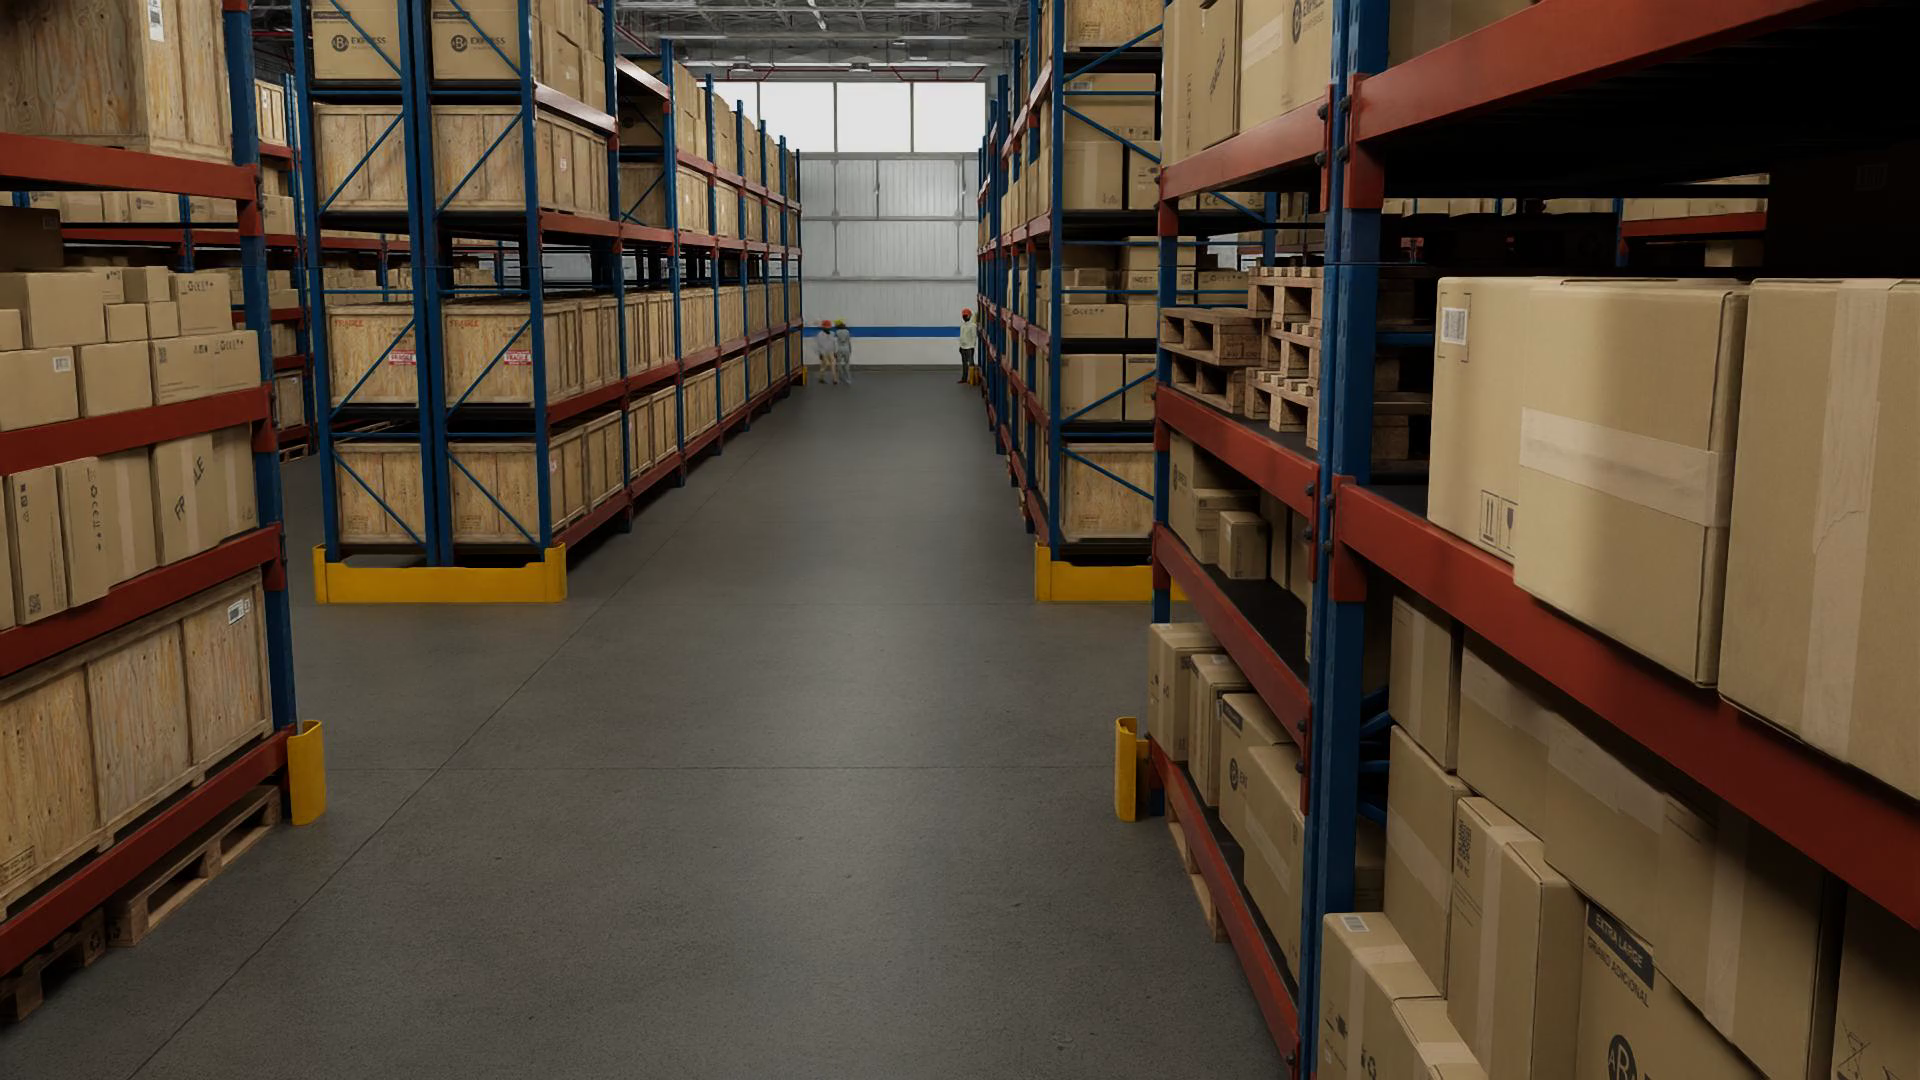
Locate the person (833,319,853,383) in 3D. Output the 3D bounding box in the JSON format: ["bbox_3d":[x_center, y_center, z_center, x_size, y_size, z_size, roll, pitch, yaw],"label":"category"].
[{"bbox_3d":[-3.129,-5.008,44.188,0.579,1.694,0.392,-5,11,-29],"label":"person"}]

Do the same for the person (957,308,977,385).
[{"bbox_3d":[0.184,-5.084,43.736,0.381,1.994,0.622,-8,12,-40],"label":"person"}]

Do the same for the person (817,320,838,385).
[{"bbox_3d":[-3.499,-4.936,43.719,0.616,1.710,0.718,-6,11,-34],"label":"person"}]
